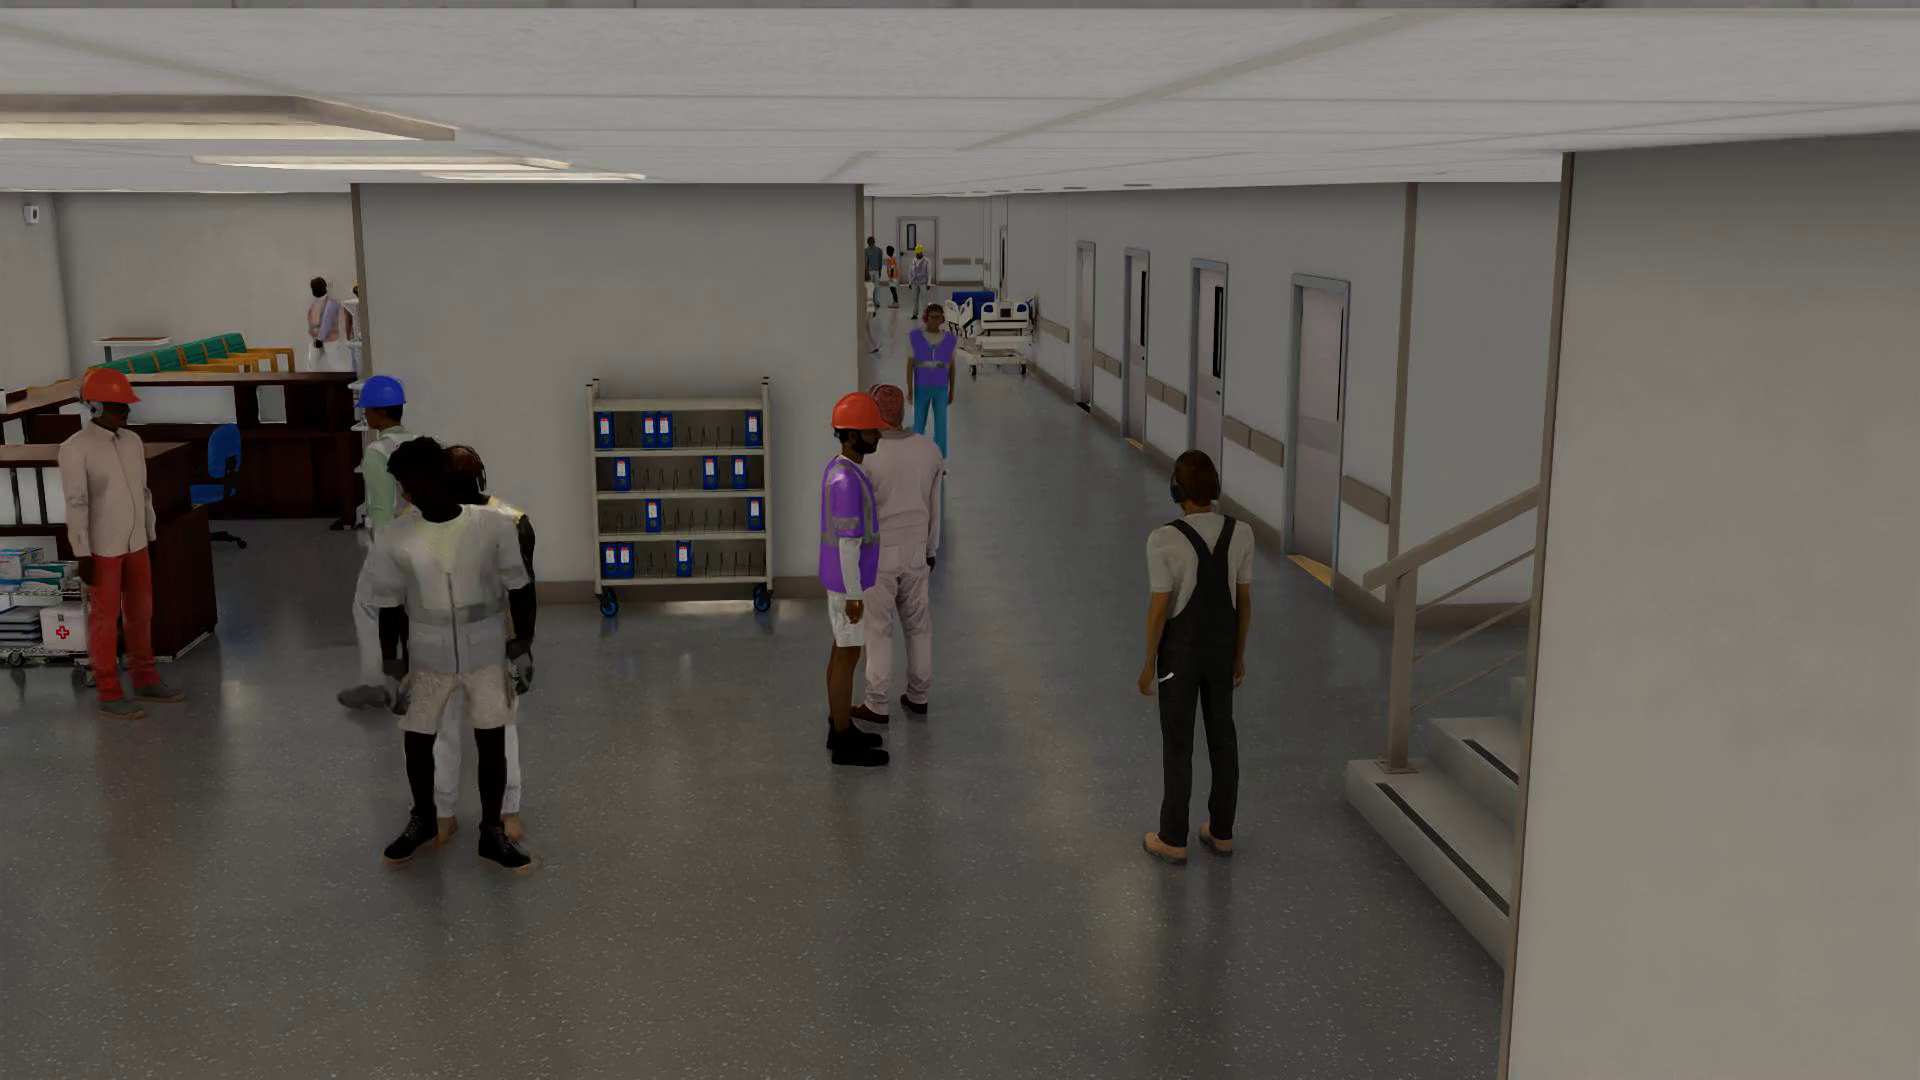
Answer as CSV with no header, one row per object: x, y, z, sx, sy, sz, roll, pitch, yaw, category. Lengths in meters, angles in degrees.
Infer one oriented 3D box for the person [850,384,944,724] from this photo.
-0.403,0.075,9.330,0.638,1.907,0.408,-9,14,-36,person

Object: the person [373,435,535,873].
-2.222,0.496,7.197,0.751,1.940,0.482,-3,12,-13,person

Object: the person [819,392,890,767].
-0.545,0.197,8.649,0.377,1.938,0.547,-1,12,-6,person

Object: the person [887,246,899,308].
-1.822,-7.136,45.116,0.337,1.683,0.552,0,12,-1,person

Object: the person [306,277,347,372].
-9.423,-3.007,24.702,0.635,1.794,0.835,8,14,34,person

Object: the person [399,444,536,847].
-2.227,0.478,7.527,0.624,1.840,0.429,-2,12,-8,person

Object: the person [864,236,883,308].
-2.386,-7.260,45.093,0.630,1.938,0.372,-9,15,-37,person

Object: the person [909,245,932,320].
-0.988,-6.298,40.682,0.590,1.824,0.403,5,12,22,person

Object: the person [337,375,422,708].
-3.311,0.020,9.534,0.759,1.922,0.651,2,12,12,person

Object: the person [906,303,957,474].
-0.315,-1.653,17.983,0.570,1.825,0.777,-2,12,-10,person

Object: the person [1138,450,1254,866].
1.029,0.520,7.312,0.504,1.839,0.345,-4,12,-19,person

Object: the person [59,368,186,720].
-4.758,0.020,9.404,0.407,1.985,0.621,3,12,13,person
